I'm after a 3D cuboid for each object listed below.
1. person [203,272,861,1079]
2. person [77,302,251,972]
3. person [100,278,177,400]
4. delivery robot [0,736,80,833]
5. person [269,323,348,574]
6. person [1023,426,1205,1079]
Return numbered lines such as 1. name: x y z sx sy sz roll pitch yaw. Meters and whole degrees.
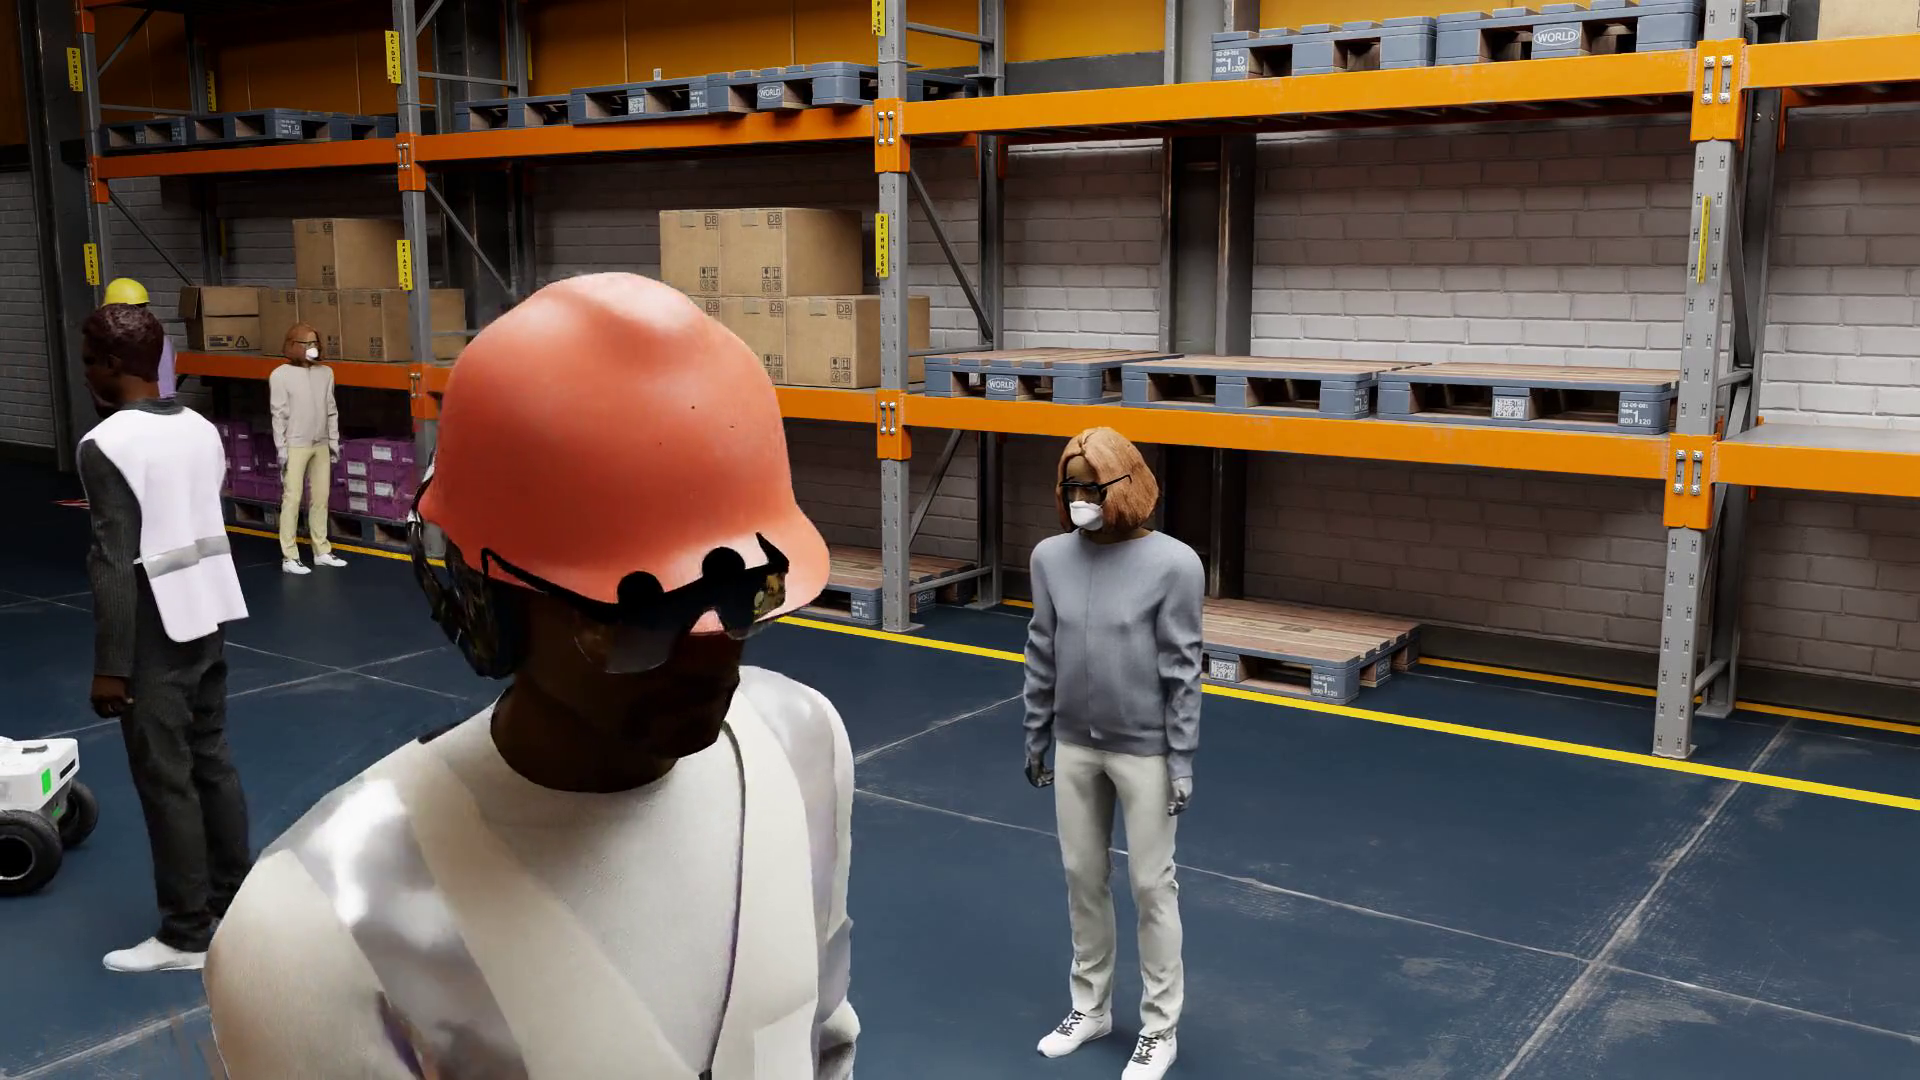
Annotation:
1. person: -0.251 0.795 1.393 0.466 2.014 0.637 8 13 41
2. person: -2.275 0.278 4.798 0.395 1.908 0.595 0 10 3
3. person: -4.979 -0.625 10.134 0.396 1.918 0.588 1 10 5
4. delivery robot: -3.288 0.799 5.417 0.707 0.478 0.477 -2 10 -12
5. person: -4.253 -0.595 10.829 0.284 1.625 0.492 5 11 27
6. person: 0.365 0.528 4.141 0.503 1.623 0.298 7 12 35
